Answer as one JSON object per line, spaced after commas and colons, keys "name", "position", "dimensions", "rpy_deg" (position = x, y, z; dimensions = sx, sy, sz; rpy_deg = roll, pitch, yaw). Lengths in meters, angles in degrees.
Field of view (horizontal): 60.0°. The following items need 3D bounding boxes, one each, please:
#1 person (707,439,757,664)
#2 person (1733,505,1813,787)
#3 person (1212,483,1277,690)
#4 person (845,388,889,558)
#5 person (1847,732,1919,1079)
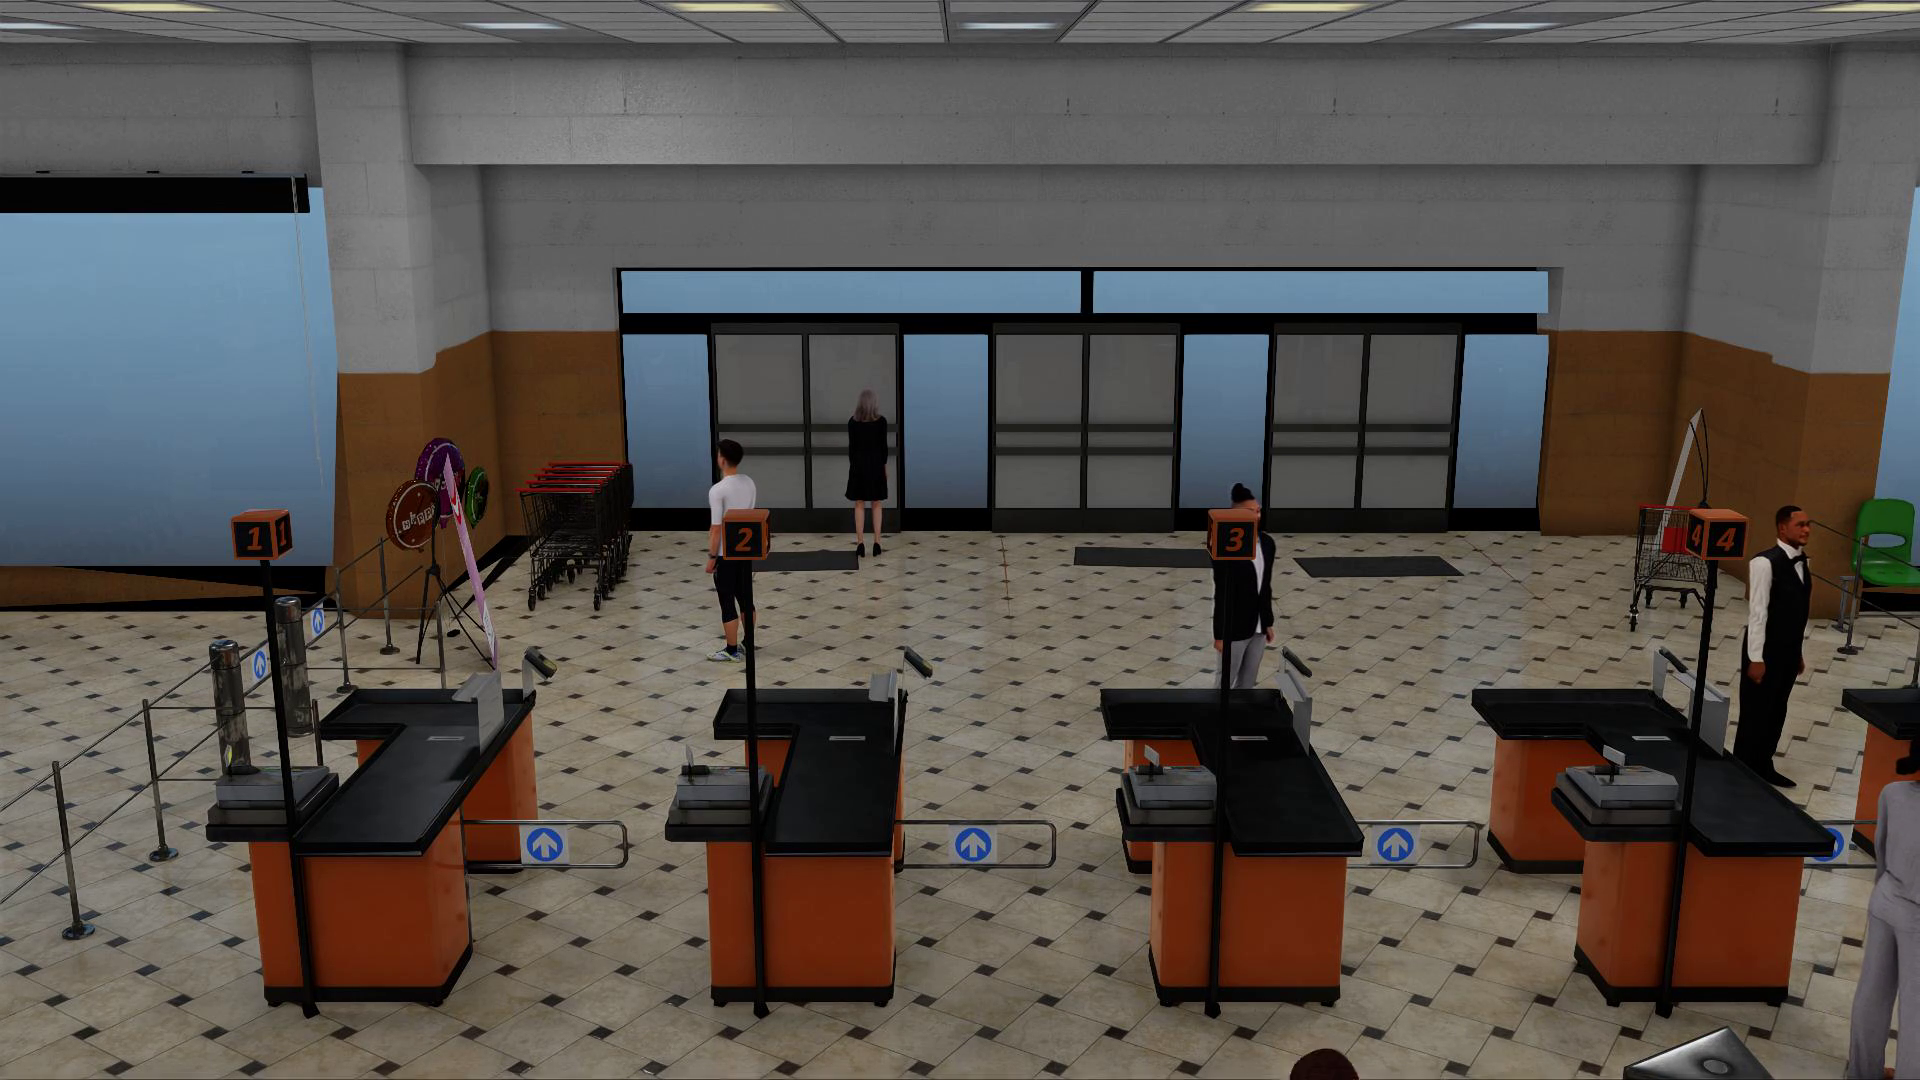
{"name": "person", "position": [-1.867, 0.083, 13.672], "dimensions": [0.813, 1.852, 0.705], "rpy_deg": [9, 16, 32]}
{"name": "person", "position": [5.355, 0.707, 10.958], "dimensions": [0.780, 1.919, 0.785], "rpy_deg": [-9, 16, -32]}
{"name": "person", "position": [1.943, 0.559, 11.502], "dimensions": [0.797, 1.950, 0.811], "rpy_deg": [-10, 17, -35]}
{"name": "person", "position": [-0.950, -0.698, 17.117], "dimensions": [0.632, 1.745, 0.608], "rpy_deg": [-2, 14, -9]}
{"name": "person", "position": [4.224, 1.669, 7.381], "dimensions": [0.739, 1.734, 0.556], "rpy_deg": [-3, 14, -12]}
